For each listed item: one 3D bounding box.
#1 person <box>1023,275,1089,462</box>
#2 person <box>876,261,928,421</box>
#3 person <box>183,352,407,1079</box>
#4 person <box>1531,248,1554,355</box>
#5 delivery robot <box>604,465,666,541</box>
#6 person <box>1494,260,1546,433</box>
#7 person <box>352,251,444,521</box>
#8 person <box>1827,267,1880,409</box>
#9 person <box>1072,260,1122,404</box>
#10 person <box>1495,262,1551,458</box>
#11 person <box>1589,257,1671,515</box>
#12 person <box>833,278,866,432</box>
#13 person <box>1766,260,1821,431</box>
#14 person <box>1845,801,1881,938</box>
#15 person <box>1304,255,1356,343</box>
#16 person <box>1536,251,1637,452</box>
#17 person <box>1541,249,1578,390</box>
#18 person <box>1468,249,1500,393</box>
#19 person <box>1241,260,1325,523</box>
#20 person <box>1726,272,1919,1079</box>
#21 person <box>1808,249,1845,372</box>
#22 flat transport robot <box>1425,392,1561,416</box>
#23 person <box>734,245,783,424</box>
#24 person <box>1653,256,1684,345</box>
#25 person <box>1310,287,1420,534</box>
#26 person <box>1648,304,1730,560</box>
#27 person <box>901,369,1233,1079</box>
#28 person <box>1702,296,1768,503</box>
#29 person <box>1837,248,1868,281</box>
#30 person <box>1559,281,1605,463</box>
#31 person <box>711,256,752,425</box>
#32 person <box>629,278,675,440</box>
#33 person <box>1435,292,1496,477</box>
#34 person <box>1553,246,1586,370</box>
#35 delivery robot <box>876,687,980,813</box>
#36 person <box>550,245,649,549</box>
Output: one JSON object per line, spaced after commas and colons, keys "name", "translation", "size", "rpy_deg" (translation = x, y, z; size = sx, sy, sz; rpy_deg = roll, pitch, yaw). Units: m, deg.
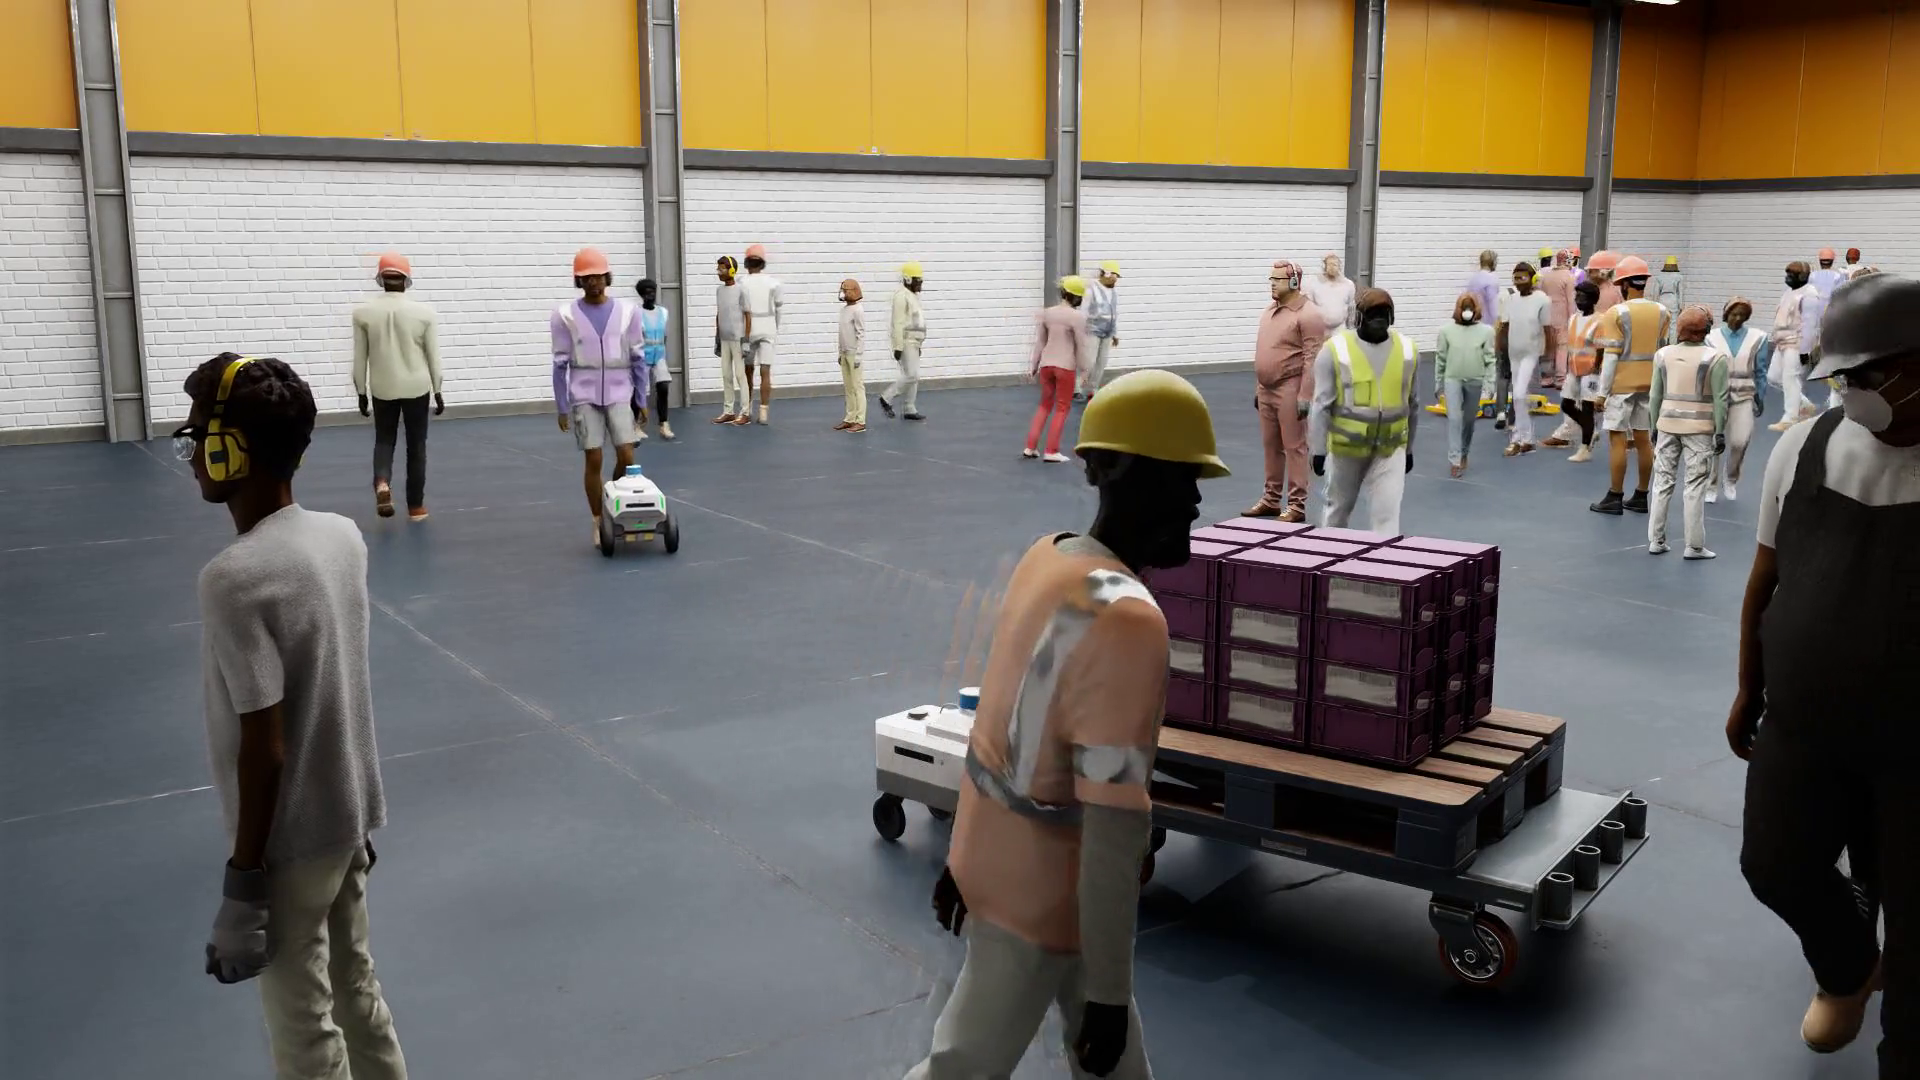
{"name": "person", "translation": [0.934, -1.578, 15.376], "size": [0.445, 1.723, 0.571], "rpy_deg": [-10, 14, -43]}
{"name": "person", "translation": [-0.604, -2.217, 18.667], "size": [0.496, 1.814, 0.598], "rpy_deg": [2, 11, 12]}
{"name": "person", "translation": [-1.263, 0.584, 3.142], "size": [0.325, 1.871, 0.516], "rpy_deg": [1, 10, 4]}
{"name": "person", "translation": [9.623, -3.867, 27.478], "size": [0.609, 1.887, 0.819], "rpy_deg": [-2, 11, -11]}
{"name": "delivery robot", "translation": [-2.172, -0.256, 11.093], "size": [0.477, 0.478, 0.707], "rpy_deg": [-3, 11, -17]}
{"name": "person", "translation": [5.941, -2.046, 17.675], "size": [0.500, 1.829, 0.401], "rpy_deg": [5, 11, 24]}
{"name": "person", "translation": [-4.056, -1.093, 12.027], "size": [0.621, 1.978, 0.566], "rpy_deg": [-1, 10, -8]}
{"name": "person", "translation": [7.012, -1.198, 12.987], "size": [0.429, 1.844, 0.627], "rpy_deg": [-1, 10, -7]}
{"name": "person", "translation": [1.749, -2.597, 20.806], "size": [0.623, 1.786, 0.461], "rpy_deg": [-10, 14, -44]}
{"name": "person", "translation": [5.280, -1.709, 15.799], "size": [0.751, 1.835, 0.500], "rpy_deg": [-7, 12, -33]}
{"name": "person", "translation": [5.008, -1.149, 12.480], "size": [0.543, 1.928, 0.371], "rpy_deg": [-3, 11, -18]}
{"name": "person", "translation": [-1.173, -1.973, 17.798], "size": [0.280, 1.636, 0.500], "rpy_deg": [-6, 12, -29]}
{"name": "person", "translation": [8.942, -2.069, 17.793], "size": [0.478, 1.827, 0.641], "rpy_deg": [1, 10, 5]}
{"name": "person", "translation": [2.682, 0.259, 4.711], "size": [0.422, 1.953, 0.625], "rpy_deg": [-10, 14, -42]}
{"name": "person", "translation": [4.625, -2.637, 20.856], "size": [0.670, 1.849, 1.032], "rpy_deg": [1, 10, 6]}
{"name": "person", "translation": [6.220, -1.815, 16.097], "size": [1.016, 1.947, 0.633], "rpy_deg": [3, 11, 16]}
{"name": "person", "translation": [8.214, -3.002, 22.692], "size": [0.406, 1.911, 0.639], "rpy_deg": [-4, 11, -19]}
{"name": "person", "translation": [6.630, -2.713, 21.120], "size": [0.587, 1.958, 0.639], "rpy_deg": [-1, 10, -4]}
{"name": "person", "translation": [2.346, -1.075, 12.129], "size": [0.407, 1.910, 0.640], "rpy_deg": [-5, 11, -25]}
{"name": "person", "translation": [2.130, 0.378, 3.802], "size": [0.594, 2.000, 0.745], "rpy_deg": [-8, 13, -37]}
{"name": "person", "translation": [13.160, -3.489, 25.410], "size": [0.572, 1.884, 0.971], "rpy_deg": [5, 12, 27]}
{"name": "flat transport robot", "translation": [6.247, -1.597, 19.480], "size": [1.431, 0.197, 0.652], "rpy_deg": [-4, 11, -21]}
{"name": "person", "translation": [-2.291, -2.313, 18.722], "size": [0.600, 1.981, 1.036], "rpy_deg": [-2, 11, -10]}
{"name": "person", "translation": [12.424, -4.104, 29.191], "size": [0.493, 1.741, 0.318], "rpy_deg": [5, 12, 26]}
{"name": "person", "translation": [2.331, -0.562, 9.632], "size": [0.645, 1.802, 0.957], "rpy_deg": [0, 10, -2]}
{"name": "person", "translation": [4.701, -0.693, 10.759], "size": [0.306, 1.645, 0.523], "rpy_deg": [-8, 13, -37]}
{"name": "person", "translation": [0.153, 0.627, 2.994], "size": [1.069, 1.848, 0.648], "rpy_deg": [-1, 10, -8]}
{"name": "person", "translation": [5.965, -1.081, 12.928], "size": [0.551, 1.619, 0.387], "rpy_deg": [4, 11, 19]}
{"name": "person", "translation": [15.256, -4.057, 28.546], "size": [0.576, 1.883, 0.354], "rpy_deg": [-1, 10, -5]}
{"name": "person", "translation": [5.820, -1.550, 15.379], "size": [0.444, 1.680, 0.531], "rpy_deg": [-4, 11, -23]}
{"name": "person", "translation": [-2.529, -2.200, 18.416], "size": [0.521, 1.865, 0.319], "rpy_deg": [8, 13, 38]}
{"name": "person", "translation": [-3.169, -1.823, 16.887], "size": [0.549, 1.652, 0.727], "rpy_deg": [-9, 14, -40]}
{"name": "person", "translation": [4.450, -1.386, 14.677], "size": [0.507, 1.605, 0.795], "rpy_deg": [2, 11, 11]}
{"name": "person", "translation": [9.483, -3.610, 25.955], "size": [0.548, 1.934, 0.376], "rpy_deg": [9, 14, 41]}
{"name": "delivery robot", "translation": [0.046, 0.741, 5.627], "size": [0.707, 0.478, 0.477], "rpy_deg": [9, 14, 41]}
{"name": "person", "translation": [-2.385, -0.940, 11.073], "size": [0.636, 2.019, 0.430], "rpy_deg": [-4, 11, -19]}
